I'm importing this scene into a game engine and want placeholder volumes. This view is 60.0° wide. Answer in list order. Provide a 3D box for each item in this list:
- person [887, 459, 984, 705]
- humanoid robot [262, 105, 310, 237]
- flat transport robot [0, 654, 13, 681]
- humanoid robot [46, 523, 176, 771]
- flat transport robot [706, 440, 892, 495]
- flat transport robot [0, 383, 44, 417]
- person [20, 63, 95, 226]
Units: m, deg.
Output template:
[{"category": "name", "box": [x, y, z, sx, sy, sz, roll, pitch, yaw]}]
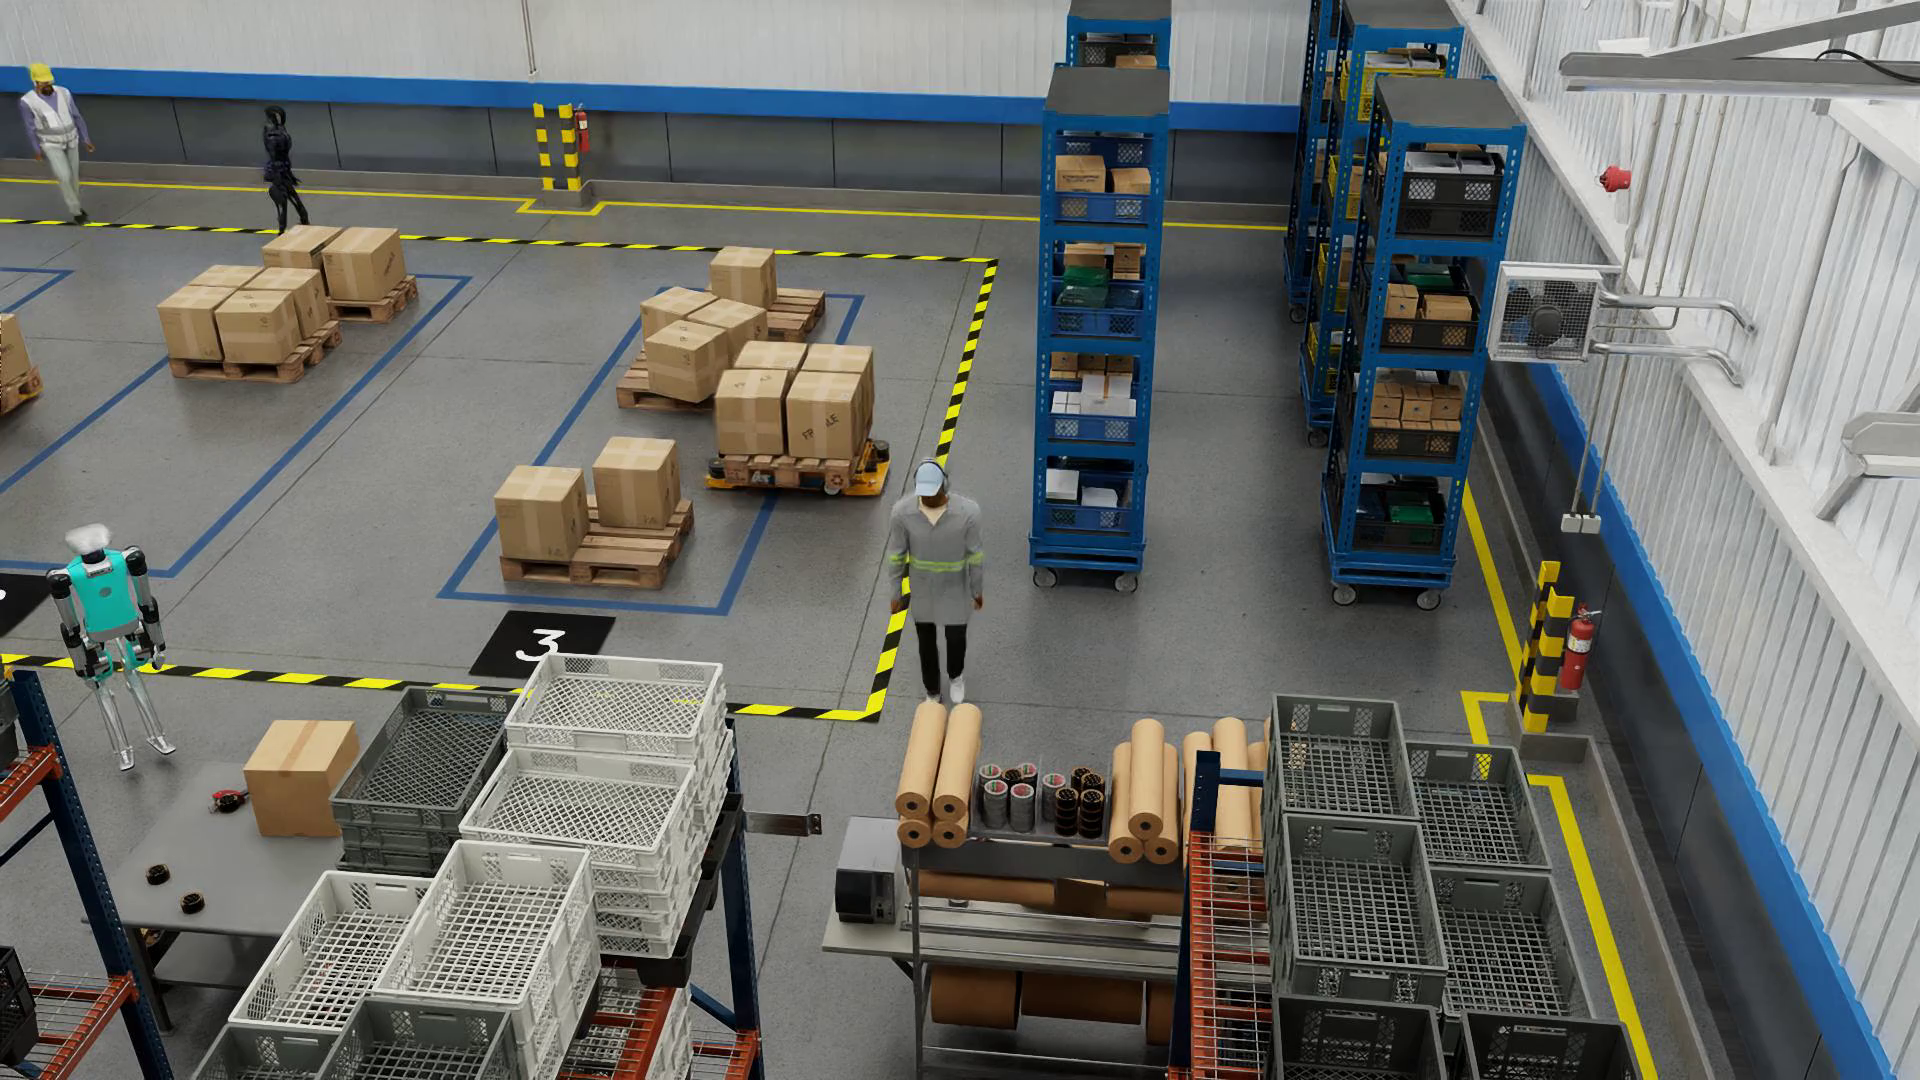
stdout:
[{"category": "person", "box": [-0.161, 0.309, 10.573, 0.618, 1.841, 0.409, 4, 30, 6]}, {"category": "humanoid robot", "box": [-7.289, -3.896, 17.979, 0.572, 1.632, 0.615, -3, 30, -6]}, {"category": "flat transport robot", "box": [-7.142, 0.969, 11.010, 1.431, 0.231, 0.659, 3, 30, 6]}, {"category": "humanoid robot", "box": [-5.152, 0.582, 10.084, 0.533, 1.673, 0.735, -22, 37, -32]}, {"category": "flat transport robot", "box": [-1.321, -0.637, 13.740, 1.431, 0.197, 0.652, 3, 30, 6]}, {"category": "flat transport robot", "box": [-8.781, -1.130, 14.587, 0.652, 0.197, 1.431, 3, 30, 6]}, {"category": "person", "box": [-10.131, -4.482, 18.847, 0.741, 1.807, 0.595, 18, 35, 28]}]
